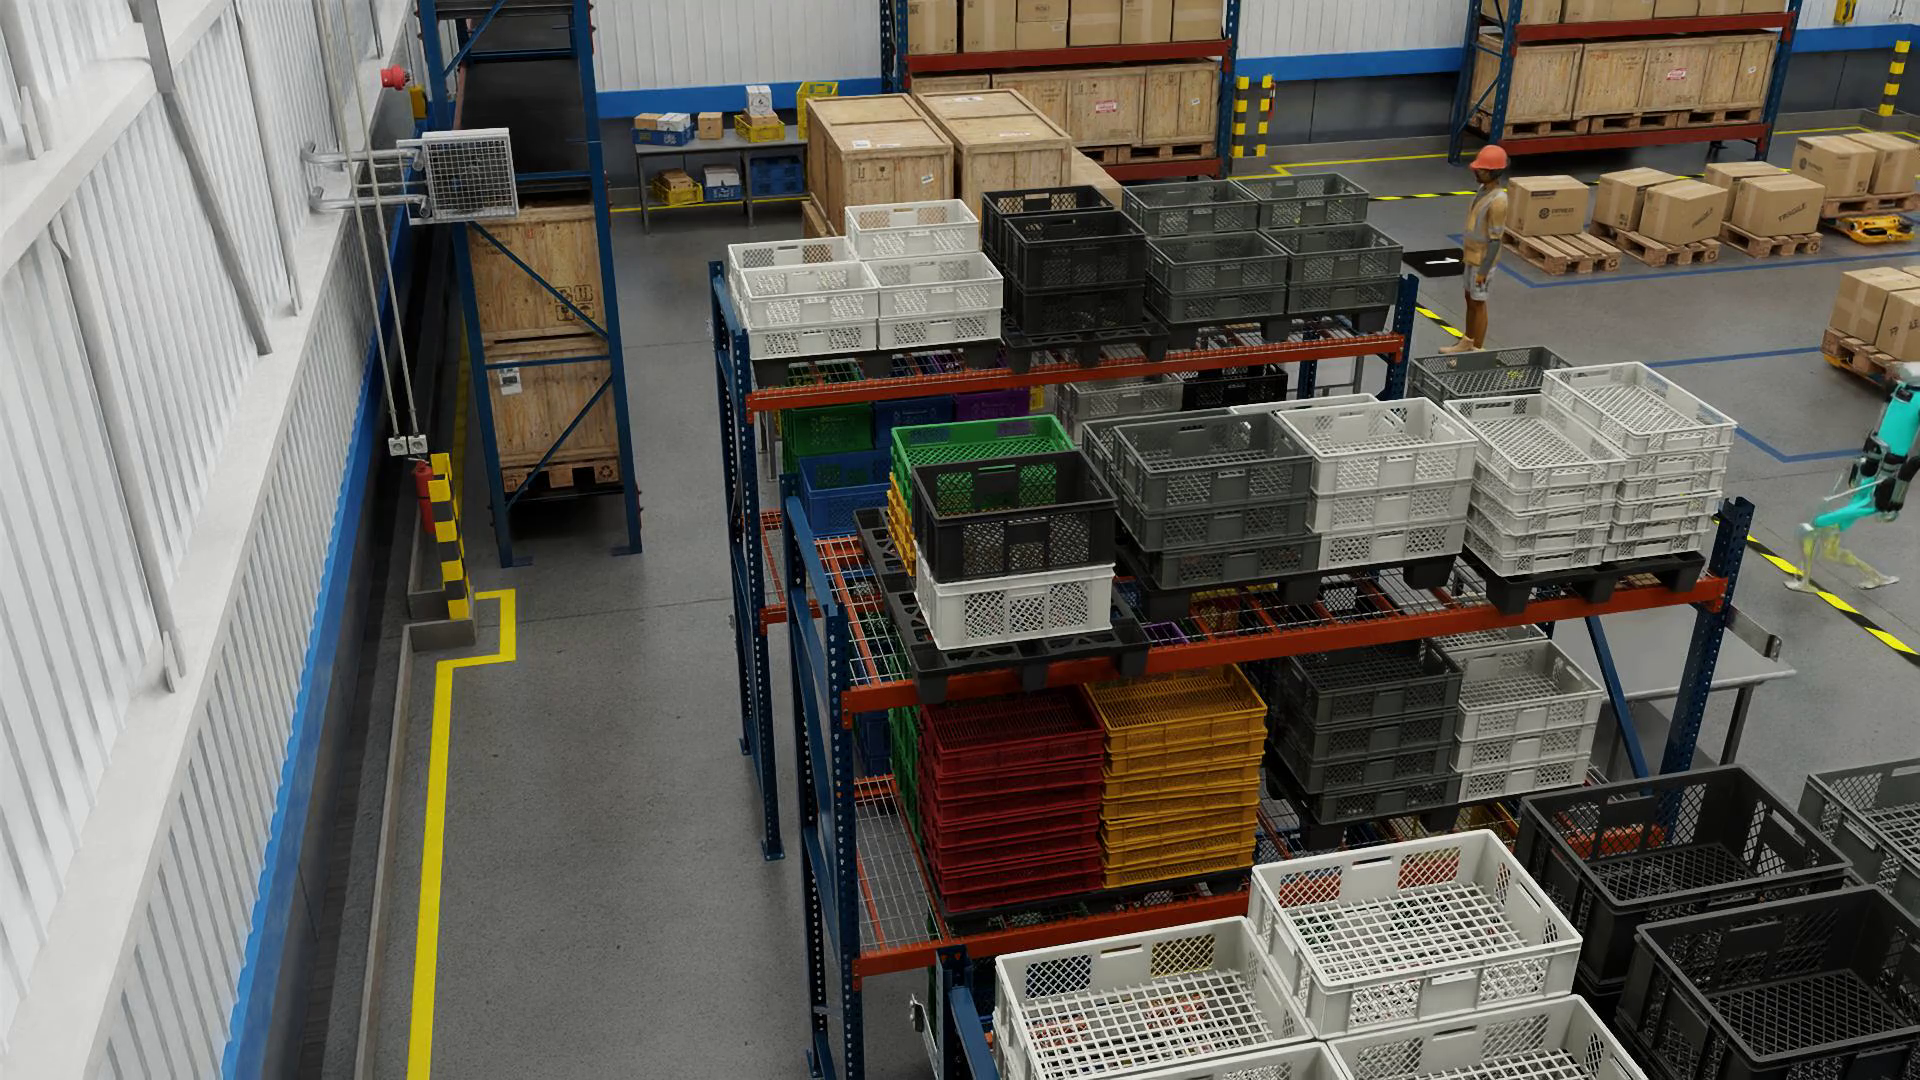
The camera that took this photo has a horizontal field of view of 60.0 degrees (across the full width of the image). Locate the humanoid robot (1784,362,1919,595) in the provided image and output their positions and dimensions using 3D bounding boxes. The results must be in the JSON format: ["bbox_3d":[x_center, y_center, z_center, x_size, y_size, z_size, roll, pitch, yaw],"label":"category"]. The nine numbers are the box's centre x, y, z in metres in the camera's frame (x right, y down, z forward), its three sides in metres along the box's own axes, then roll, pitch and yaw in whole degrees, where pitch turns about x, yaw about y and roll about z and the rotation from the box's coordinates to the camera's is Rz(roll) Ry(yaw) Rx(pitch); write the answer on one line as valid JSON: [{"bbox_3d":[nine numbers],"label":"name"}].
[{"bbox_3d":[5.996,-0.356,11.169,1.041,1.729,0.550,-1,28,-2],"label":"humanoid robot"}]

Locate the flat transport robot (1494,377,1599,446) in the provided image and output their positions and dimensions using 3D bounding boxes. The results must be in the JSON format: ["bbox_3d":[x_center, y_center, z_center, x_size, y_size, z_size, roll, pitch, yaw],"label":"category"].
[{"bbox_3d":[4.780,-1.036,14.013,0.659,0.231,1.431,-6,28,-12],"label":"flat transport robot"}]

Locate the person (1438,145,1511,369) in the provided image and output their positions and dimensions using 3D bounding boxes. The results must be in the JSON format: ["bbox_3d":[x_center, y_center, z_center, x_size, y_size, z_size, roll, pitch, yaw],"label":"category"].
[{"bbox_3d":[4.653,-2.536,14.955,0.371,2.046,0.604,1,28,2],"label":"person"}]

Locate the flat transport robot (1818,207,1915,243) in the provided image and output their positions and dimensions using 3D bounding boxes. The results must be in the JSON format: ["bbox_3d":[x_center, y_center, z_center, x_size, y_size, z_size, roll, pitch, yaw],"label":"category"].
[{"bbox_3d":[10.186,-3.736,19.104,0.652,0.197,1.431,-6,28,-12],"label":"flat transport robot"}]

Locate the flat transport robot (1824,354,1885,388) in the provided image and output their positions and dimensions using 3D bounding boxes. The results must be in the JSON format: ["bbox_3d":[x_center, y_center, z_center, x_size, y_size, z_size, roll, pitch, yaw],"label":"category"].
[{"bbox_3d":[8.473,-1.467,14.800,0.652,0.197,1.431,-6,28,-12],"label":"flat transport robot"}]
